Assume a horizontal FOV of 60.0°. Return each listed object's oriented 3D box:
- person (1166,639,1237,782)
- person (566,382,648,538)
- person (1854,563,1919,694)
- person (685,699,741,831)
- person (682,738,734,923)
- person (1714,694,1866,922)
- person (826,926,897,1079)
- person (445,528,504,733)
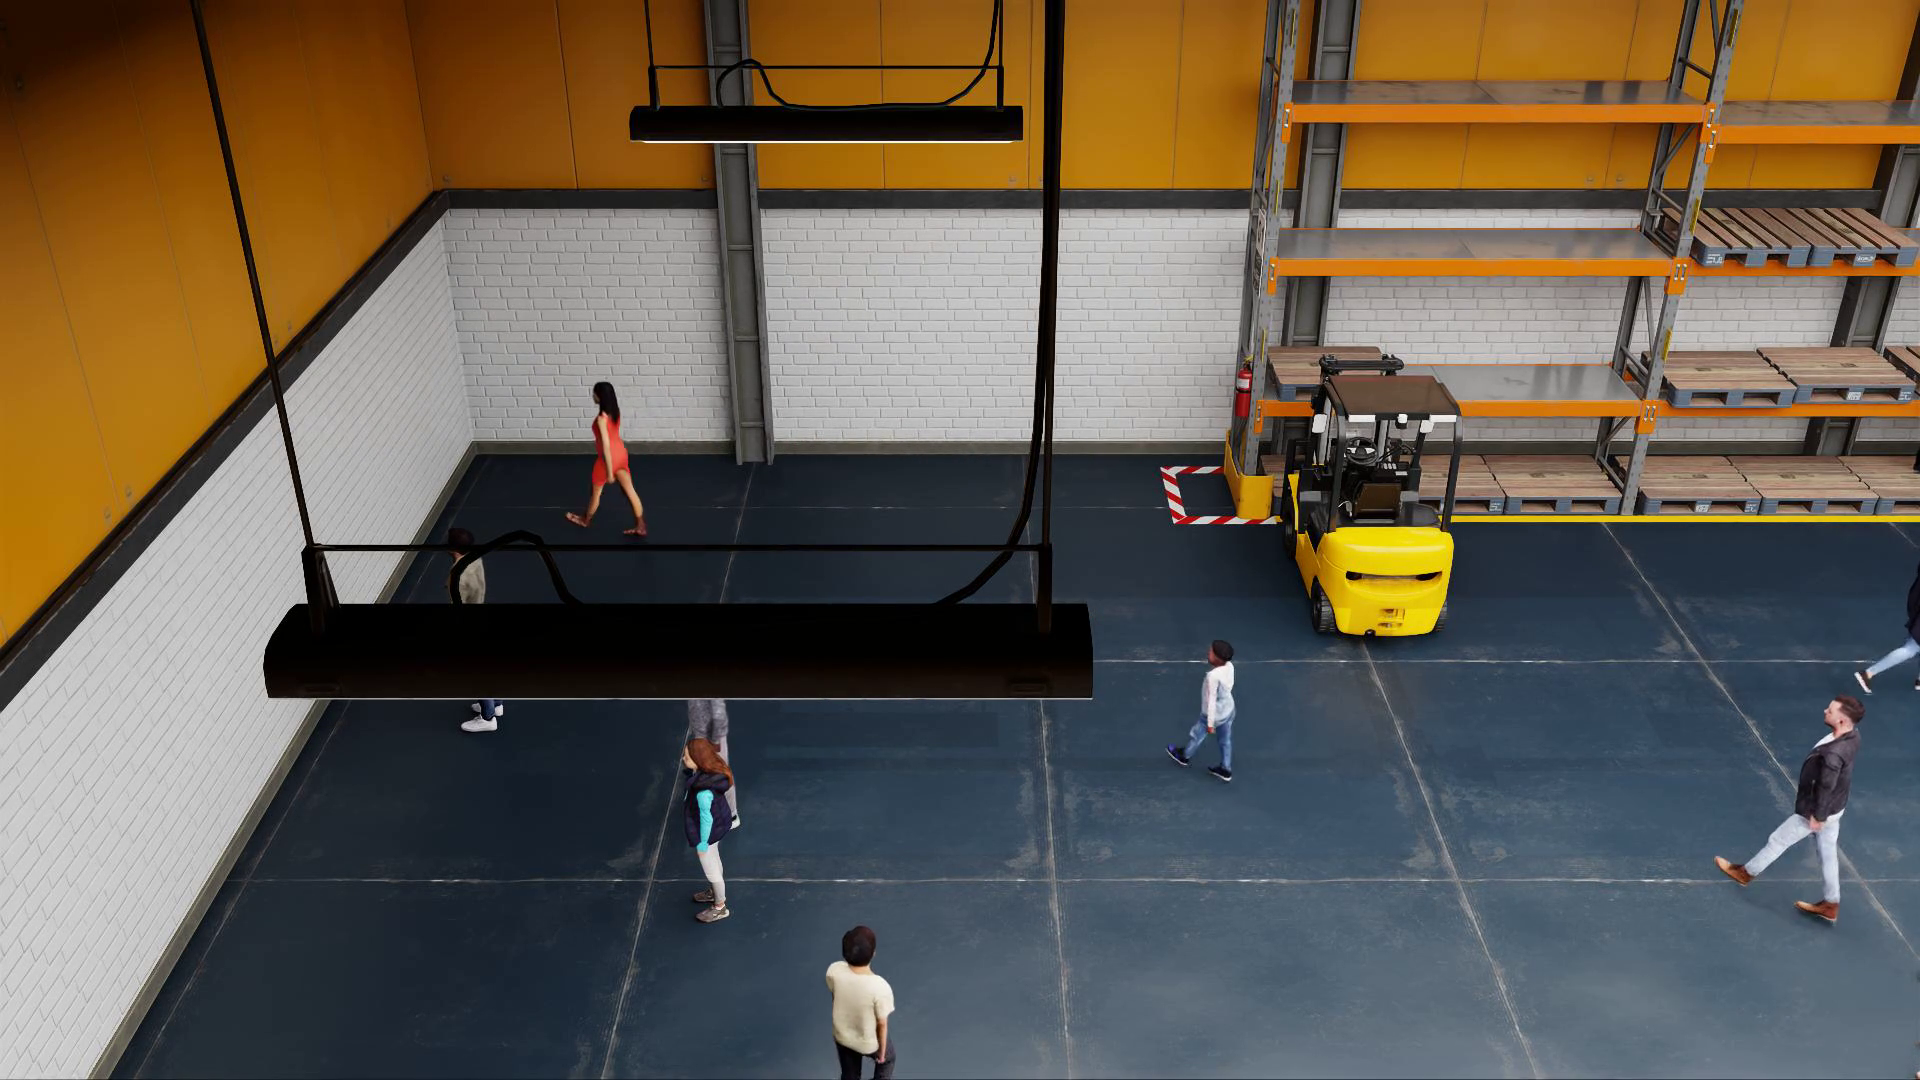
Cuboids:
[{"bbox_3d":[2.079,1.372,13.184,0.862,1.238,0.795,24,37,37],"label":"person"},{"bbox_3d":[-3.400,-0.758,16.635,1.167,1.672,0.835,8,30,15],"label":"person"},{"bbox_3d":[8.148,0.622,14.122,1.092,1.656,0.631,-1,29,-2],"label":"person"},{"bbox_3d":[-1.871,1.385,12.533,0.691,1.838,0.750,-11,30,-19],"label":"person"},{"bbox_3d":[-1.785,2.021,11.721,0.634,1.500,0.618,-5,29,-10],"label":"person"},{"bbox_3d":[6.093,1.909,11.617,1.119,1.797,1.181,-25,37,-38],"label":"person"},{"bbox_3d":[-0.622,2.989,9.866,0.625,1.576,0.740,10,30,18],"label":"person"},{"bbox_3d":[-4.002,0.728,13.710,0.592,1.866,0.705,2,29,3],"label":"person"}]
